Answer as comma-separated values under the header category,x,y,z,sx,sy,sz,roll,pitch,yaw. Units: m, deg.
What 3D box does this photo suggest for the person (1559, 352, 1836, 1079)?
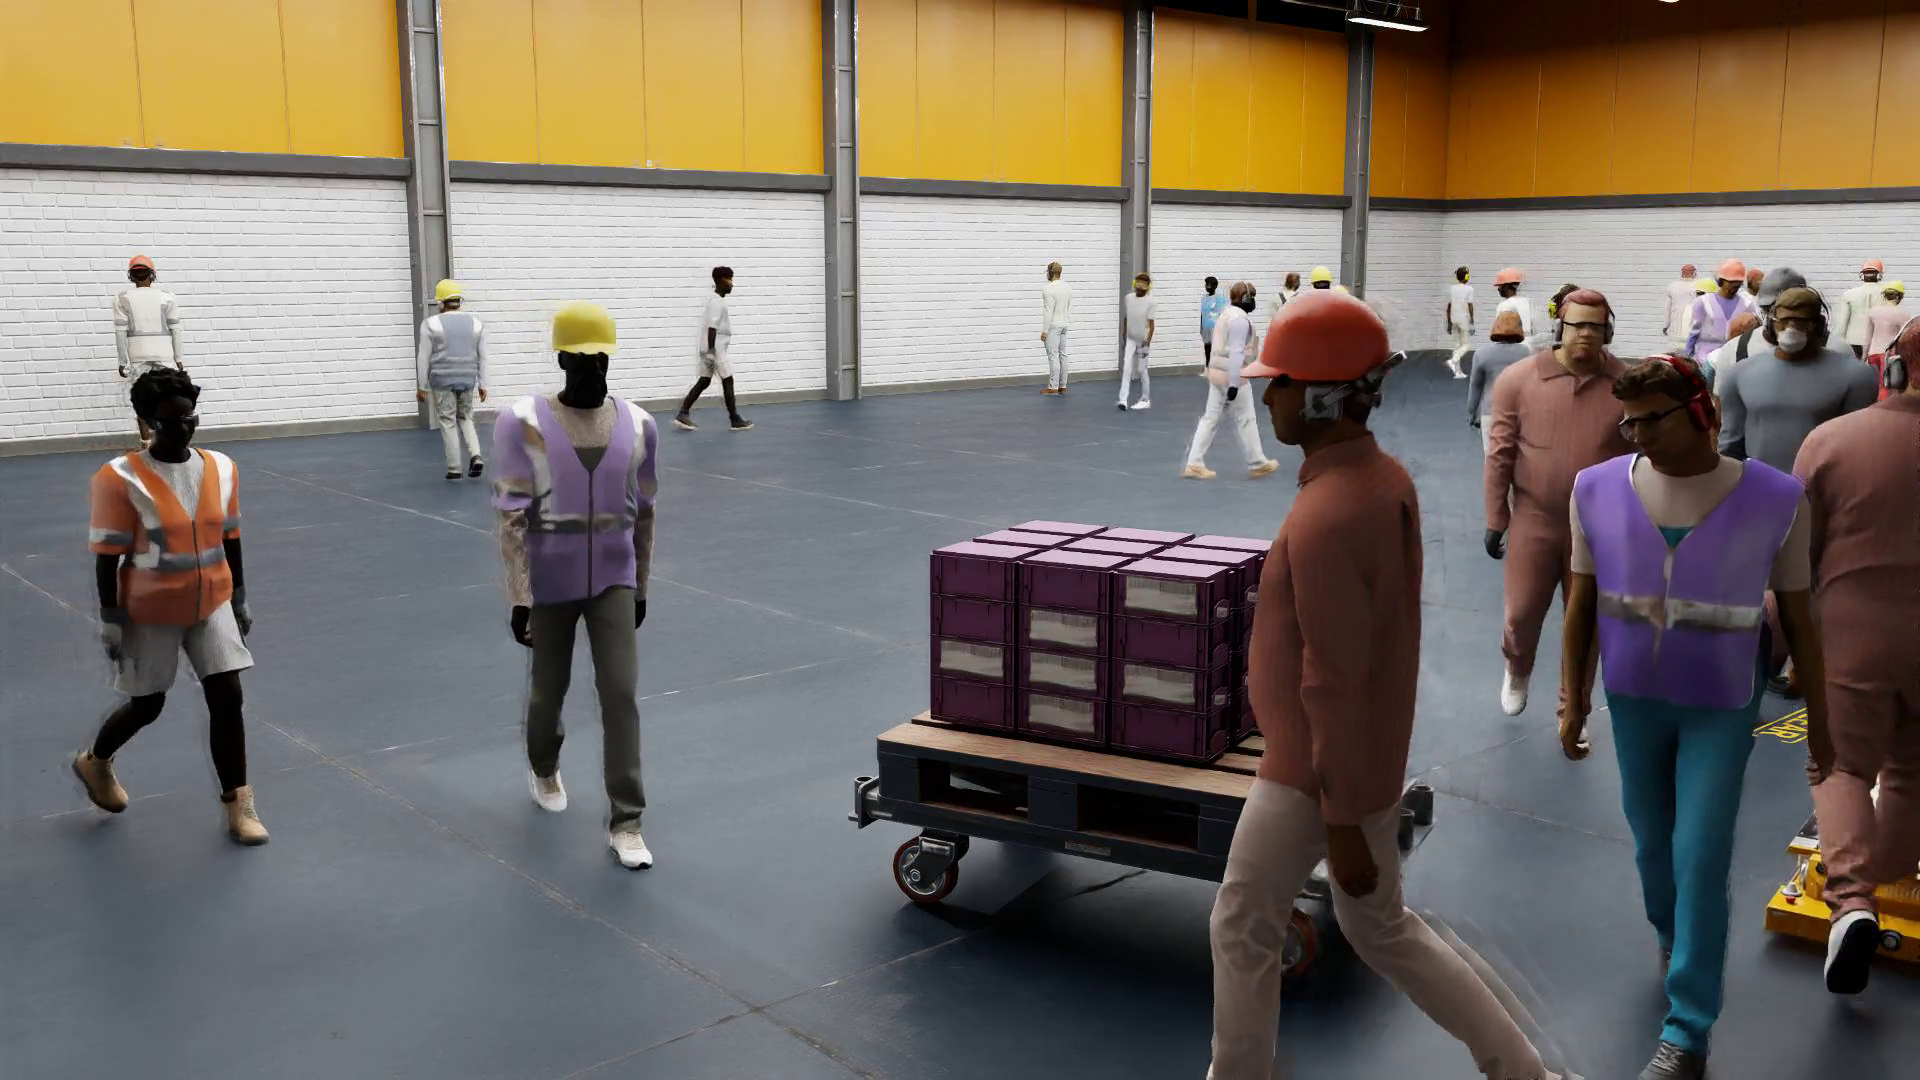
category,x,y,z,sx,sy,sz,roll,pitch,yaw
person,1.878,0.414,4.257,0.655,1.795,0.849,7,12,35

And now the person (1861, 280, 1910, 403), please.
category,x,y,z,sx,sy,sz,roll,pitch,yaw
person,10.742,-2.130,19.273,0.416,1.739,0.587,-3,10,-18

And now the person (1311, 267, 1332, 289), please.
category,x,y,z,sx,sy,sz,roll,pitch,yaw
person,3.749,-1.879,17.331,0.615,1.899,0.779,3,10,15

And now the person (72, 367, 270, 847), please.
category,x,y,z,sx,sy,sz,roll,pitch,yaw
person,-2.771,0.220,5.770,0.760,1.660,0.562,7,12,34

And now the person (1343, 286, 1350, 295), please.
category,x,y,z,sx,sy,sz,roll,pitch,yaw
person,5.088,-2.576,22.232,0.506,1.633,0.289,2,10,12

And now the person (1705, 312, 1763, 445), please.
category,x,y,z,sx,sy,sz,roll,pitch,yaw
person,5.636,-0.830,12.003,0.546,1.612,0.649,8,12,39

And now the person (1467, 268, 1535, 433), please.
category,x,y,z,sx,sy,sz,roll,pitch,yaw
person,6.072,-2.064,18.492,0.551,1.874,1.002,-9,13,-41

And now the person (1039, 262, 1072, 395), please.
category,x,y,z,sx,sy,sz,roll,pitch,yaw
person,1.379,-3.074,24.237,0.373,1.940,0.629,6,12,33

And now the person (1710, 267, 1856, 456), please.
category,x,y,z,sx,sy,sz,roll,pitch,yaw
person,4.266,-0.475,8.723,0.693,2.000,1.070,10,14,44

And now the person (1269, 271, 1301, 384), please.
category,x,y,z,sx,sy,sz,roll,pitch,yaw
person,4.525,-2.797,22.996,0.519,1.819,0.722,5,11,25

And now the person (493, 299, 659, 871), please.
category,x,y,z,sx,sy,sz,roll,pitch,yaw
person,-1.321,0.111,5.762,0.581,1.891,0.968,-5,11,-27

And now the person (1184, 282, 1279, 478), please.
category,x,y,z,sx,sy,sz,roll,pitch,yaw
person,2.474,-1.444,15.148,0.904,1.795,0.643,-2,10,-12

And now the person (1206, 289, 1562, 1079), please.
category,x,y,z,sx,sy,sz,roll,pitch,yaw
person,0.863,0.462,3.479,0.918,1.970,0.603,6,11,30

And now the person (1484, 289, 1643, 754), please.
category,x,y,z,sx,sy,sz,roll,pitch,yaw
person,2.508,-0.088,6.893,0.665,1.892,0.528,2,10,14

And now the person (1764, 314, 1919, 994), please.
category,x,y,z,sx,sy,sz,roll,pitch,yaw
person,2.603,0.312,4.615,0.685,1.873,0.856,4,10,22

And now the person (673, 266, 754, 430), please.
category,x,y,z,sx,sy,sz,roll,pitch,yaw
person,-2.907,-2.218,19.314,0.924,1.925,0.606,-3,10,-18

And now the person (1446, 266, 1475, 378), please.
category,x,y,z,sx,sy,sz,roll,pitch,yaw
person,8.235,-3.575,27.407,0.526,1.857,0.545,-7,12,-35

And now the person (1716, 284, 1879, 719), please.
category,x,y,z,sx,sy,sz,roll,pitch,yaw
person,3.636,-0.157,7.275,0.636,1.915,0.875,6,12,33

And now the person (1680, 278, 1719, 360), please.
category,x,y,z,sx,sy,sz,roll,pitch,yaw
person,8.333,-2.057,18.778,0.951,1.787,0.587,-3,10,-16

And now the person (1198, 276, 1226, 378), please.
category,x,y,z,sx,sy,sz,roll,pitch,yaw
person,4.163,-3.514,27.536,0.319,1.693,0.530,-7,12,-35

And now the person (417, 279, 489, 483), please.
category,x,y,z,sx,sy,sz,roll,pitch,yaw
person,-4.538,-1.410,14.840,0.595,1.817,0.420,-9,13,-41

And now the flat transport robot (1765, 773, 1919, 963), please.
category,x,y,z,sx,sy,sz,roll,pitch,yaw
flat transport robot,3.063,0.999,5.265,0.652,0.197,1.431,7,12,36

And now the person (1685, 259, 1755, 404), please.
category,x,y,z,sx,sy,sz,roll,pitch,yaw
person,7.486,-1.745,16.327,0.629,1.977,1.069,0,10,1

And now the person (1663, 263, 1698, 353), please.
category,x,y,z,sx,sy,sz,roll,pitch,yaw
person,11.401,-3.383,26.148,0.652,1.904,0.402,5,11,29

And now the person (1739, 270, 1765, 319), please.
category,x,y,z,sx,sy,sz,roll,pitch,yaw
person,10.143,-2.562,21.523,0.645,1.857,0.513,-7,12,-34

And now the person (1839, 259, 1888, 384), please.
category,x,y,z,sx,sy,sz,roll,pitch,yaw
person,10.981,-2.399,20.148,0.610,1.986,0.392,6,11,32

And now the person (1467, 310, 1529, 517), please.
category,x,y,z,sx,sy,sz,roll,pitch,yaw
person,4.149,-0.944,12.696,0.530,1.604,0.695,3,10,17

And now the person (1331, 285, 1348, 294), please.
category,x,y,z,sx,sy,sz,roll,pitch,yaw
person,3.521,-1.532,15.768,0.545,1.748,0.453,5,11,27

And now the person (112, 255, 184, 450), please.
category,x,y,z,sx,sy,sz,roll,pitch,yaw
person,-8.112,-1.826,16.655,0.605,2.033,0.395,-5,11,-28

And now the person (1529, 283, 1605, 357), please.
category,x,y,z,sx,sy,sz,roll,pitch,yaw
person,3.826,-0.708,10.660,0.556,1.842,0.723,0,10,-1

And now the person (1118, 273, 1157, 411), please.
category,x,y,z,sx,sy,sz,roll,pitch,yaw
person,2.278,-2.578,21.721,0.594,1.803,0.943,6,11,31
